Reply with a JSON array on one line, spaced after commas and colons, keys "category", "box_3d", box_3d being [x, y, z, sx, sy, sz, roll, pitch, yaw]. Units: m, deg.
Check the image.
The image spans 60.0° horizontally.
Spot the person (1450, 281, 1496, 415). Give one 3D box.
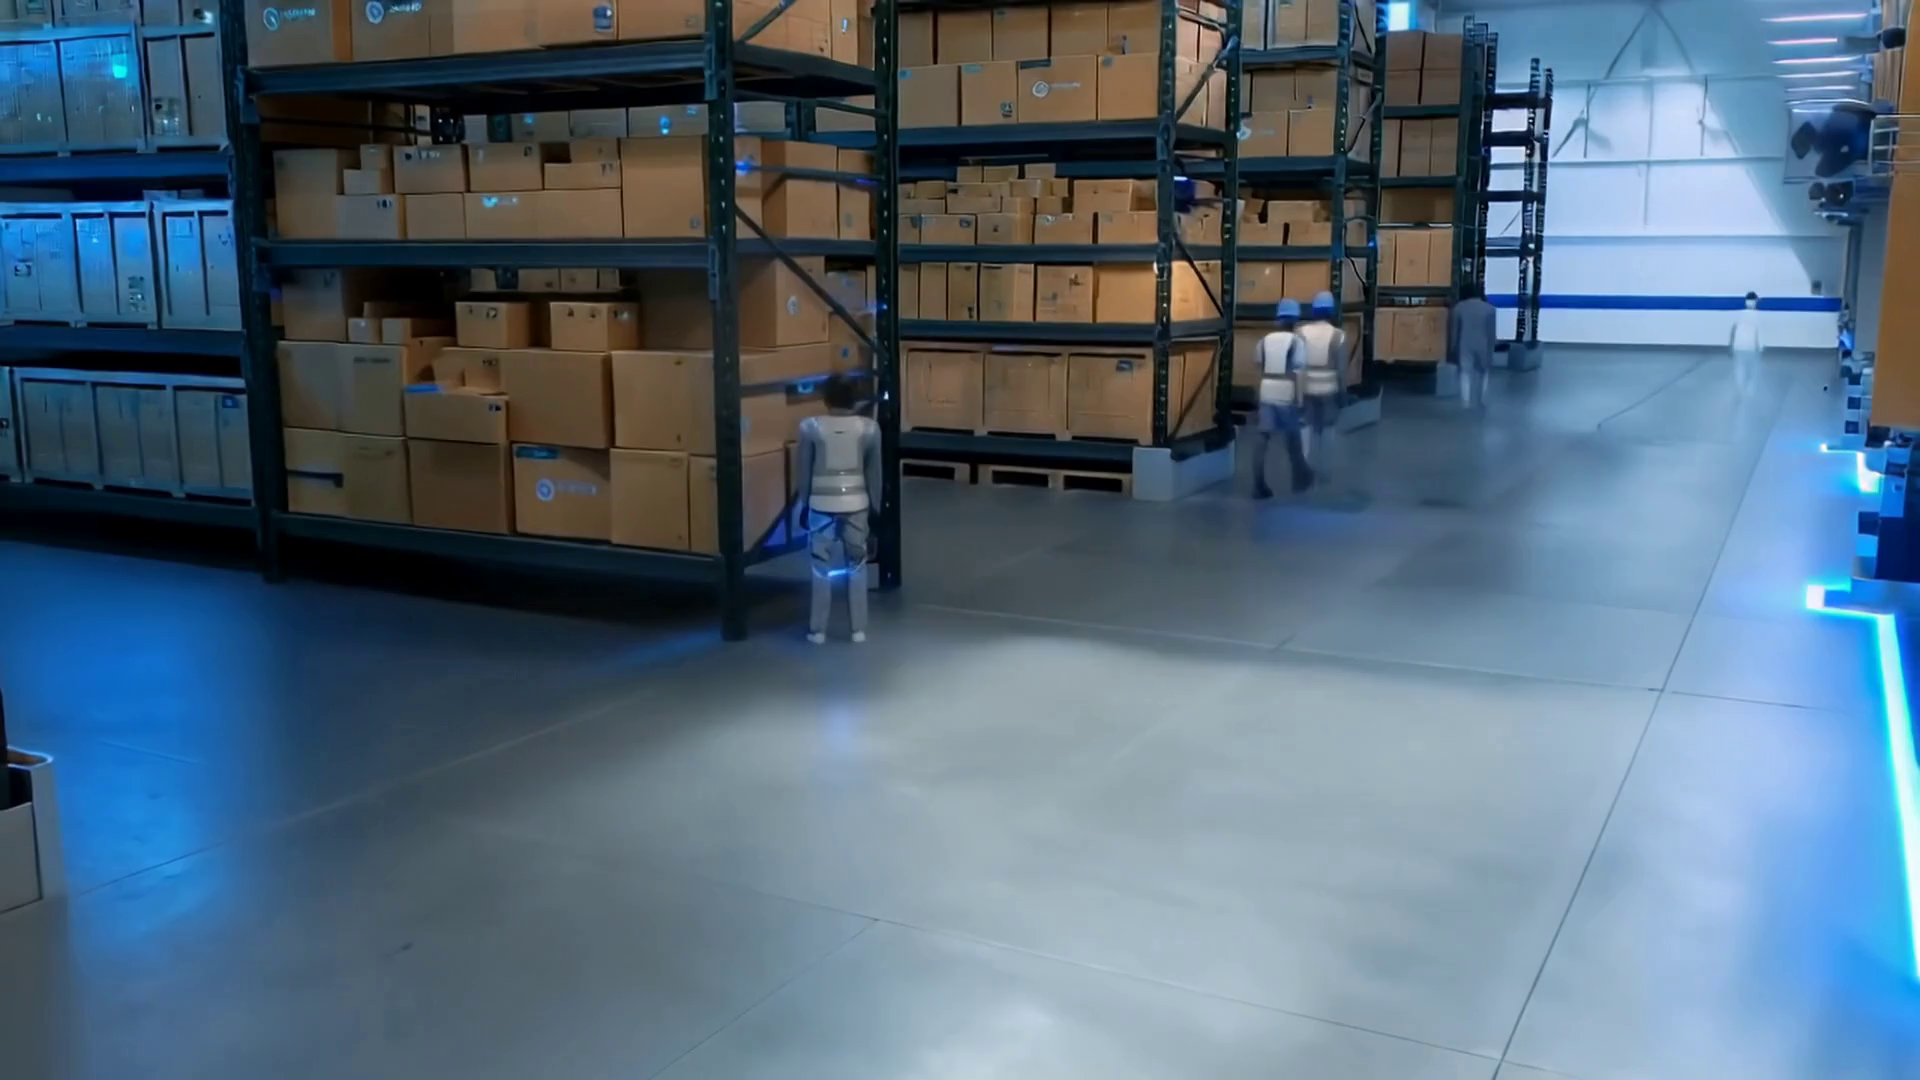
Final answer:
[{"category": "person", "box_3d": [7.448, -2.777, 24.093, 0.659, 1.916, 0.787, 5, 11, 29]}]

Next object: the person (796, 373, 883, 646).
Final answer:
[{"category": "person", "box_3d": [-0.712, -0.176, 9.889, 0.523, 1.631, 0.315, -2, 10, -13]}]

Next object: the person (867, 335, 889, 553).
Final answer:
[{"category": "person", "box_3d": [-0.693, -0.761, 12.736, 0.601, 1.815, 0.604, -10, 14, -44]}]

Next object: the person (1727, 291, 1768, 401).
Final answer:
[{"category": "person", "box_3d": [12.512, -3.088, 26.447, 0.579, 1.727, 0.698, 5, 11, 28]}]

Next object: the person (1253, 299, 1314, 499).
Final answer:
[{"category": "person", "box_3d": [3.098, -1.358, 15.972, 0.567, 1.883, 0.977, 7, 12, 37]}]

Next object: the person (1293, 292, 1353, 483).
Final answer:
[{"category": "person", "box_3d": [3.648, -1.534, 16.840, 0.631, 1.933, 0.422, 6, 11, 31]}]
